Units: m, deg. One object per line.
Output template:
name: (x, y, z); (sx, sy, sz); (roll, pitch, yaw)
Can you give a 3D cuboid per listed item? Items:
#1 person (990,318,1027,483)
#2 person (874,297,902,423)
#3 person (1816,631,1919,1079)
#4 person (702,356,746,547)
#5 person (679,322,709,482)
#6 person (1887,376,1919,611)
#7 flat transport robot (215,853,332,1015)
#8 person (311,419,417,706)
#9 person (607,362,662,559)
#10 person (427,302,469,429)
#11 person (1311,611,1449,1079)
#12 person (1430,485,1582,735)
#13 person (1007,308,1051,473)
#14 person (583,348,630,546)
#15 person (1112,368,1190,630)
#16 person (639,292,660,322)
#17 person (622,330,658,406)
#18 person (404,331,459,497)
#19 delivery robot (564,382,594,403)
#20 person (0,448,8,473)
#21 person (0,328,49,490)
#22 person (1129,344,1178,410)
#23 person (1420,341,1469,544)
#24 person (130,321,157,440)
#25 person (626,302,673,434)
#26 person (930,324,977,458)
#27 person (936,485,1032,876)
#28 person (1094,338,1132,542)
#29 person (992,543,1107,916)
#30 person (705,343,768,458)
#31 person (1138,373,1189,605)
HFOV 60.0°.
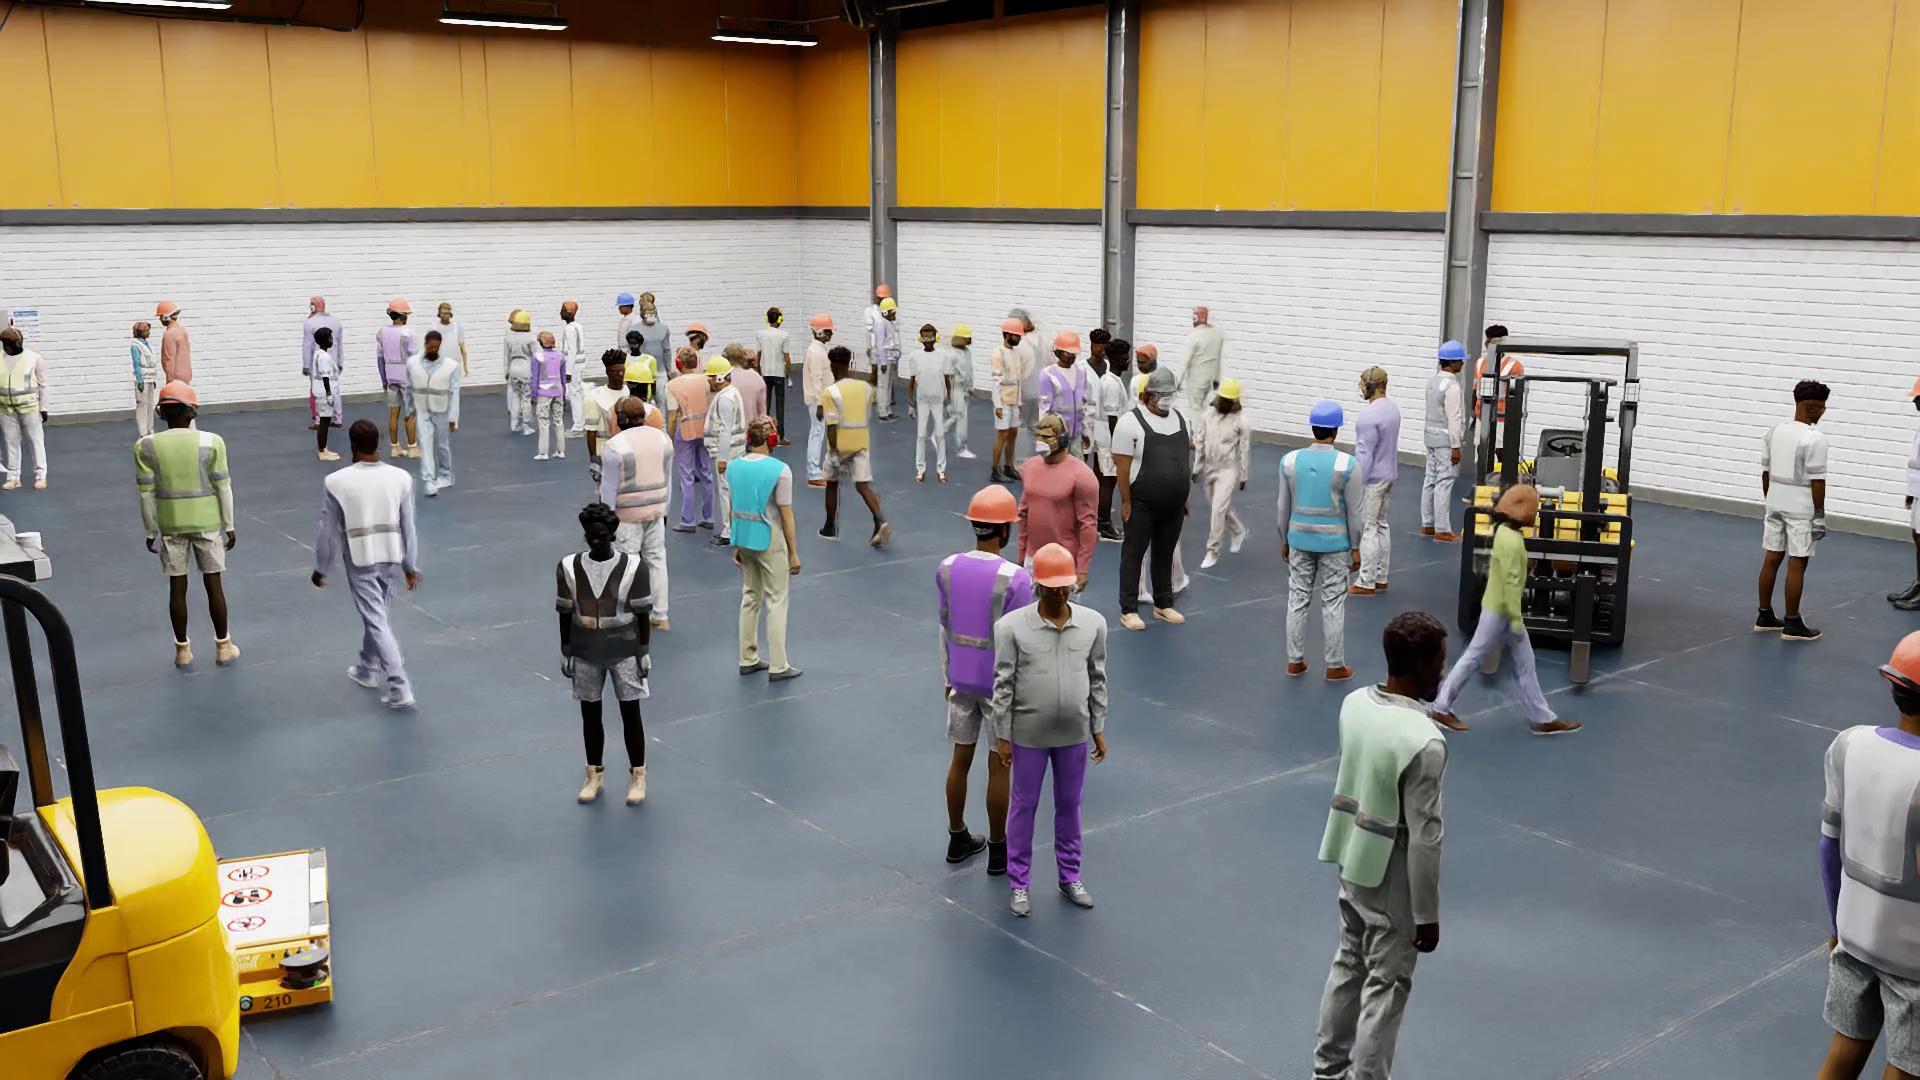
person: (0.577, -1.623, 19.359); (0.389, 1.925, 0.551); (7, 14, 31)
person: (-1.062, -2.659, 24.579); (0.403, 1.835, 0.586); (2, 12, 11)
person: (2.934, 1.255, 5.172); (0.374, 2.044, 0.607); (-3, 12, -13)
person: (-2.241, -0.844, 15.852); (0.403, 1.821, 0.602); (-1, 12, -3)
person: (-3.057, -1.539, 19.077); (0.376, 1.891, 0.714); (-1, 12, -6)
person: (7.750, -0.389, 13.397); (0.389, 1.930, 0.553); (5, 13, 21)
flat transport robot: (-3.138, 1.695, 7.346); (0.652, 0.197, 1.431); (-4, 13, -21)
person: (-3.896, 0.139, 10.990); (0.995, 1.872, 0.608); (10, 15, 41)
person: (-2.746, -0.556, 14.232); (0.582, 1.919, 0.397); (8, 14, 33)
person: (-7.270, -2.458, 23.648); (0.509, 1.818, 0.570); (-5, 13, -23)
person: (1.487, 1.183, 5.862); (0.405, 1.906, 0.591); (-3, 12, -14)
person: (3.369, 0.438, 10.246); (0.907, 1.574, 0.526); (4, 12, 20)
person: (0.855, -1.780, 19.830); (0.763, 2.000, 0.712); (11, 16, 42)
person: (-3.093, -0.752, 15.048); (0.606, 1.966, 0.367); (-11, 16, -43)
person: (1.533, -0.332, 12.838); (0.675, 2.000, 0.537); (-6, 13, -28)
person: (-4.793, -2.897, 25.707); (0.345, 1.844, 0.504); (-1, 12, -2)
person: (-3.967, -1.725, 20.400); (0.533, 1.697, 0.318); (1, 12, 6)
person: (-5.912, -1.425, 18.616); (0.653, 1.847, 0.992); (-1, 12, -7)
delivery robot: (-6.062, -2.335, 25.889); (0.707, 0.478, 0.477); (-1, 12, -5)
person: (-11.723, -1.648, 19.920); (0.294, 1.744, 0.486); (10, 16, 41)
person: (-10.696, -1.486, 18.912); (0.619, 1.838, 0.430); (-2, 12, -8)
person: (1.915, -1.009, 16.571); (0.363, 1.858, 0.613); (-10, 16, -41)
person: (4.663, -0.941, 16.007); (0.386, 1.948, 0.602); (-2, 12, -8)
person: (-11.050, -2.142, 22.557); (0.310, 1.638, 0.523); (-1, 12, -6)
person: (-4.146, -2.225, 22.271); (0.636, 1.928, 0.383); (-9, 15, -36)
person: (-0.082, -1.920, 21.304); (0.655, 1.717, 0.496); (6, 13, 28)
person: (0.143, 0.686, 8.199); (0.544, 1.930, 0.388); (9, 14, 36)
person: (1.478, -0.971, 16.103); (0.373, 1.966, 0.605); (0, 12, 1)
person: (0.426, 0.871, 7.726); (0.563, 1.752, 0.329); (-3, 12, -16)
person: (-2.169, -0.964, 16.279); (0.643, 1.900, 0.703); (-9, 14, -36)
person: (1.644, -0.429, 13.730); (0.650, 1.866, 0.898); (9, 15, 38)
